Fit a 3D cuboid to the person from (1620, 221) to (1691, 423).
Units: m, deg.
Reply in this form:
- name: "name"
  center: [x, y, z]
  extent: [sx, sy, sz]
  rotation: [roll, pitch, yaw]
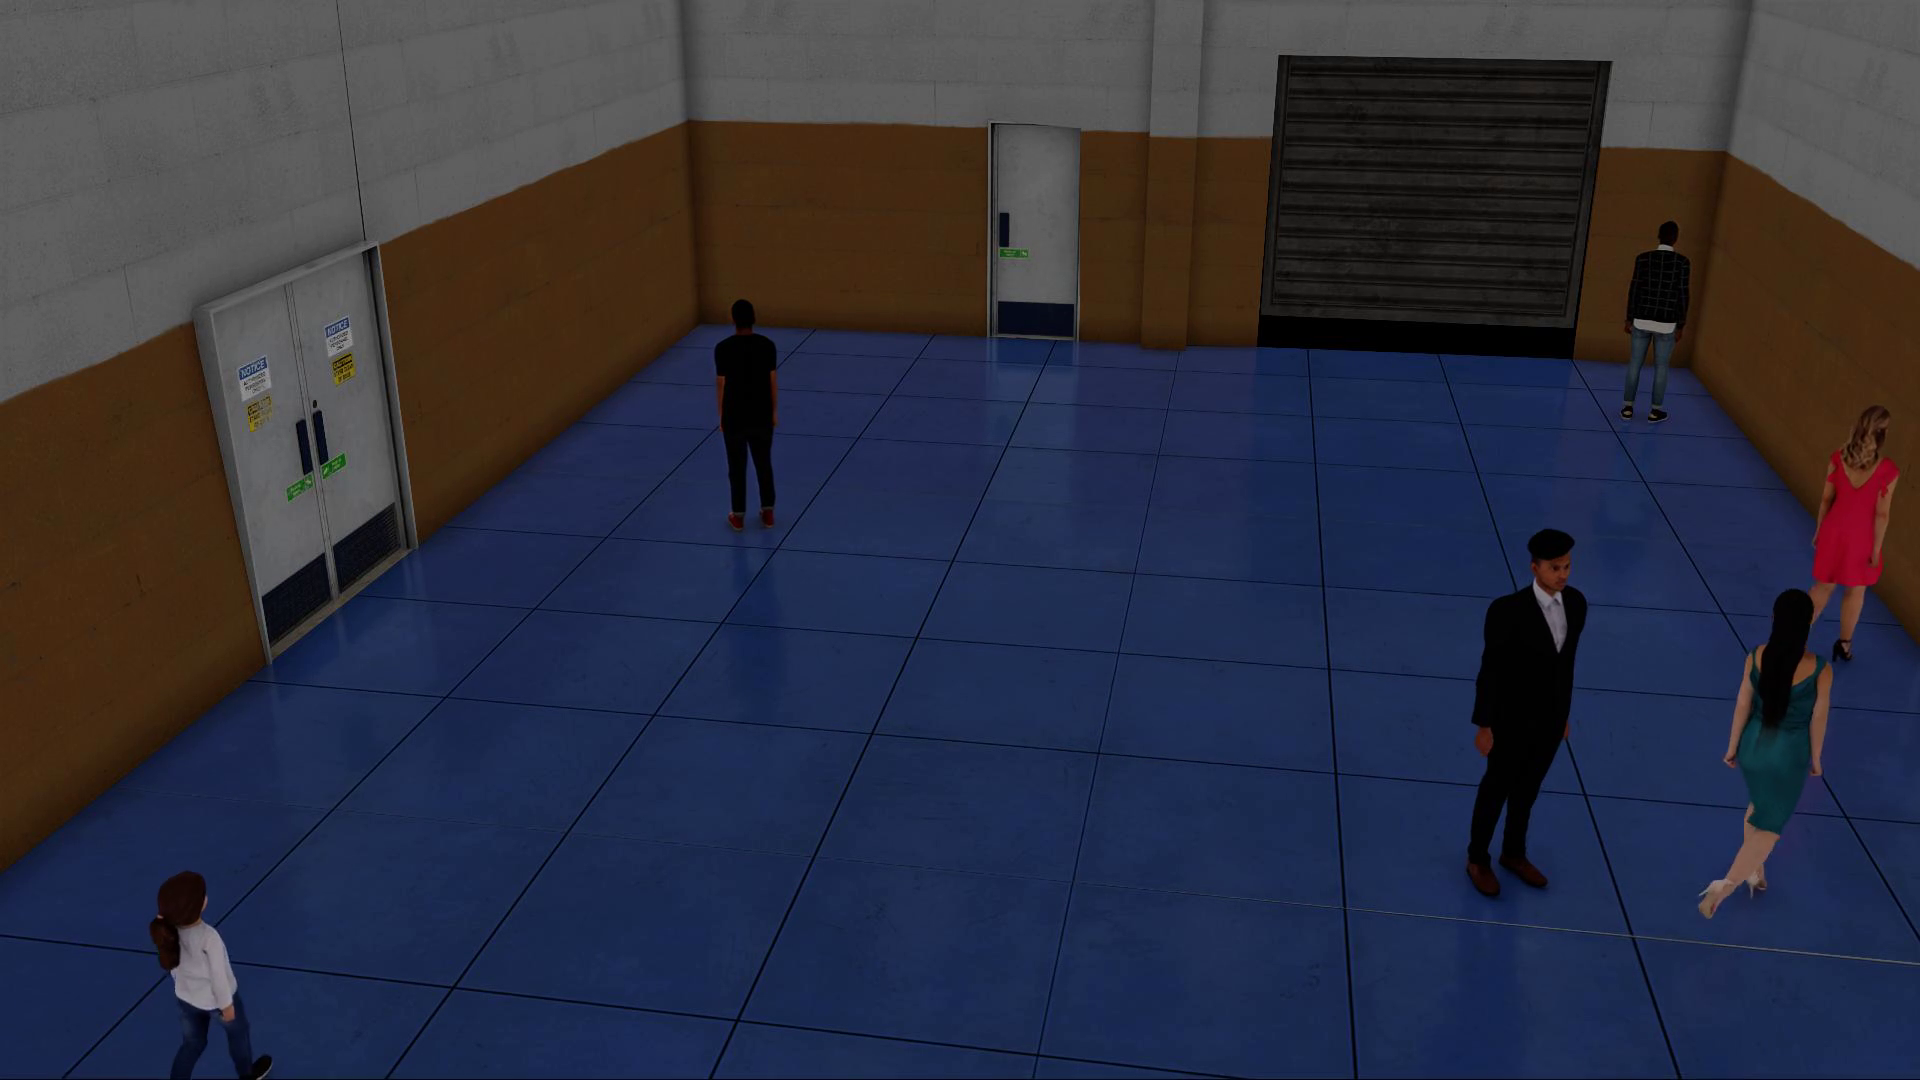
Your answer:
- name: "person"
  center: [6.269, -1.970, 15.014]
  extent: [0.627, 1.820, 0.793]
  rotation: [13, 25, 28]

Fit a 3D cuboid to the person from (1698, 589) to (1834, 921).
- name: "person"
  center: [3.731, 1.057, 7.705]
  extent: [0.979, 1.653, 0.990]
  rotation: [-18, 28, -38]

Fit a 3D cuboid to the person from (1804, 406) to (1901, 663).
- name: "person"
  center: [5.421, 0.014, 10.226]
  extent: [0.951, 1.708, 0.904]
  rotation: [-16, 27, -35]

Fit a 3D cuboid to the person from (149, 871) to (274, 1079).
- name: "person"
  center: [-3.028, 1.814, 6.570]
  extent: [0.713, 1.094, 0.556]
  rotation: [6, 23, 16]

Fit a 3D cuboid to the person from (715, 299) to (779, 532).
- name: "person"
  center: [-1.598, -0.937, 12.530]
  extent: [0.654, 1.755, 0.762]
  rotation: [-8, 23, -20]

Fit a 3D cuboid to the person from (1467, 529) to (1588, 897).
- name: "person"
  center: [2.727, 0.813, 8.006]
  extent: [0.693, 1.882, 0.837]
  rotation: [-8, 23, -19]
